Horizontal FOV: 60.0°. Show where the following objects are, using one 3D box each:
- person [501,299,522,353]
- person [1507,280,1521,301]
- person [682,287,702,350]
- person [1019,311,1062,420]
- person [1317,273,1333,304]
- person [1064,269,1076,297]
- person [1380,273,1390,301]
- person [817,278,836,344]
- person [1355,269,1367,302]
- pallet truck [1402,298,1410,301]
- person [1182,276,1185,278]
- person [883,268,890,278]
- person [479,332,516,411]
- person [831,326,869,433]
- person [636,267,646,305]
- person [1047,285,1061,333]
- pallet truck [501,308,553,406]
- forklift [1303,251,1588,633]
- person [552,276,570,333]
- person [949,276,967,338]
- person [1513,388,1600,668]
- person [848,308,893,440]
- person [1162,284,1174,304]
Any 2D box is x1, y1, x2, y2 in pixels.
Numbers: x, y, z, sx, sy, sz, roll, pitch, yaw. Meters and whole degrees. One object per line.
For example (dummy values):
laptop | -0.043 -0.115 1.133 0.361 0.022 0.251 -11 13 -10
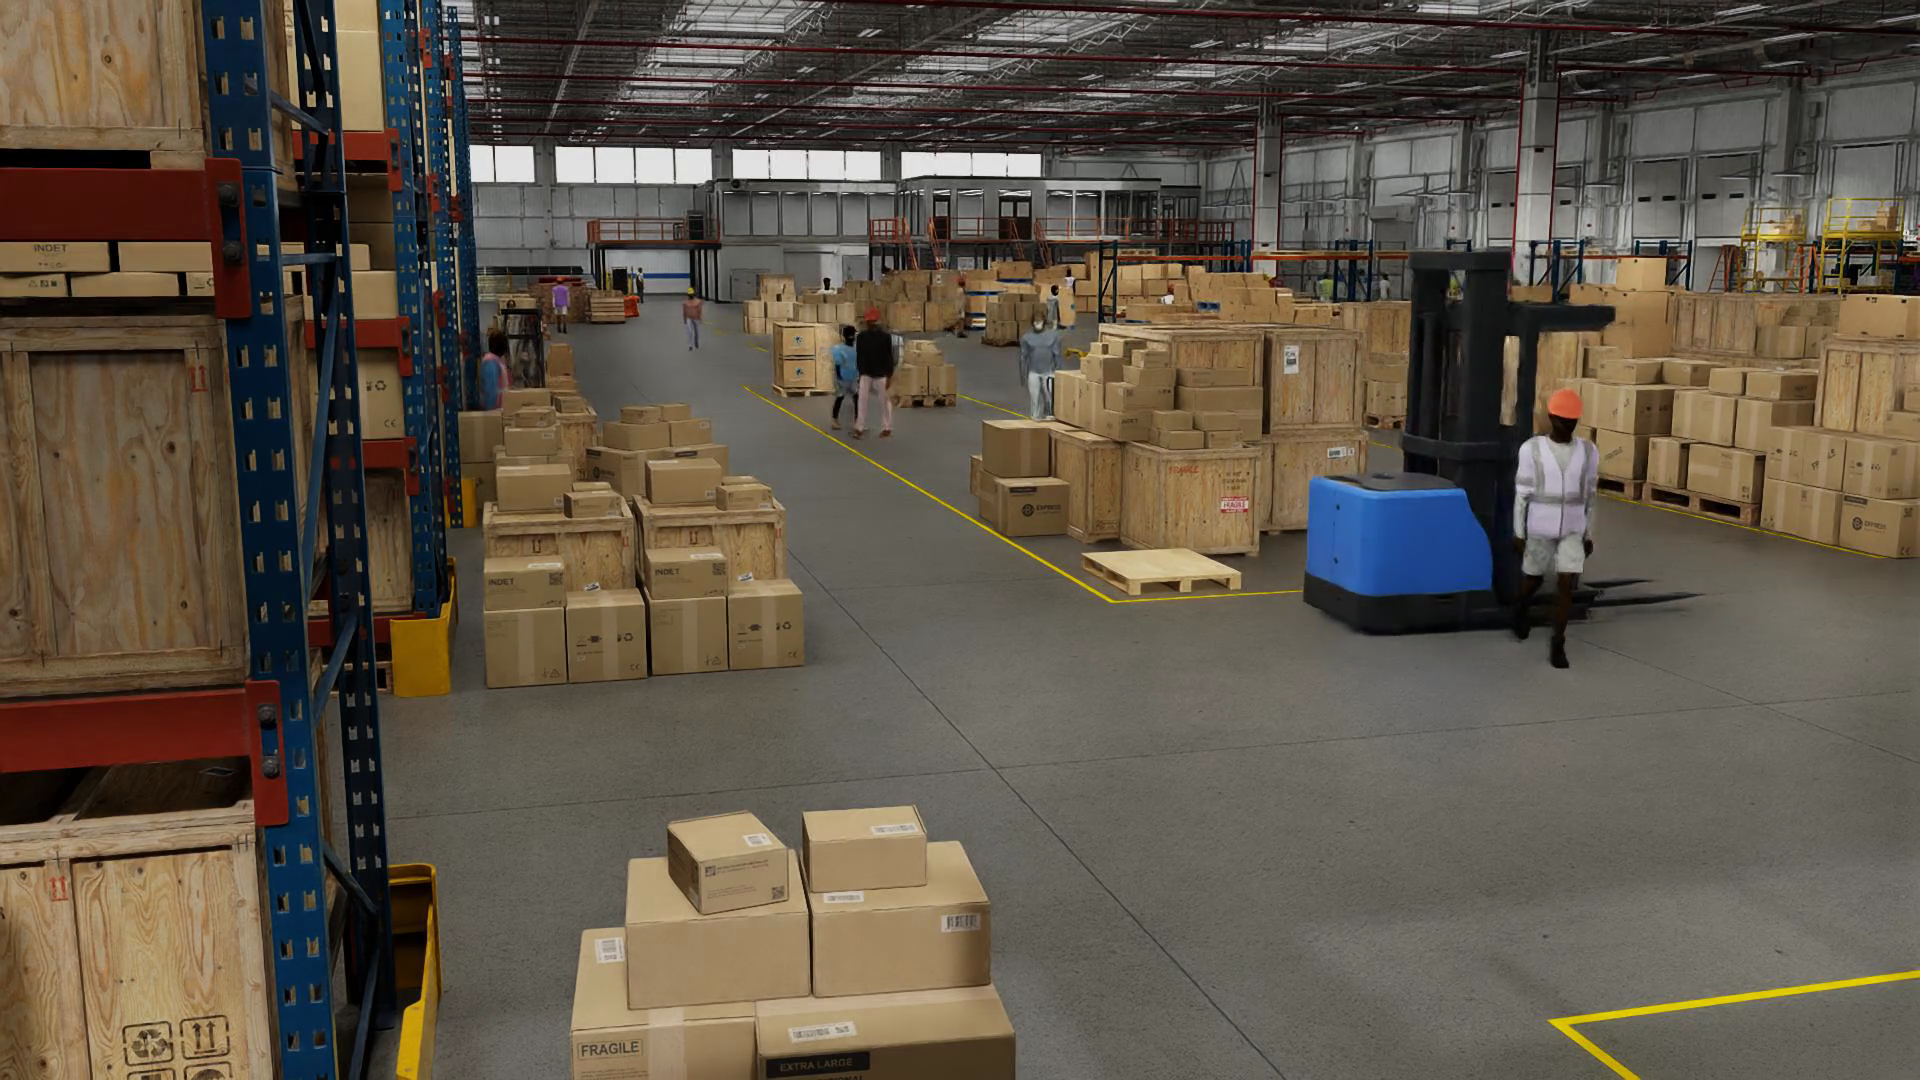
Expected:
person | -10.482 -4.805 38.893 0.511 1.640 0.308 -6 12 -30
person | 14.572 -5.868 43.779 0.702 2.000 0.984 1 10 8
person | -7.436 -6.149 46.189 0.531 1.746 0.579 -2 10 -9
person | 1.200 -2.459 24.866 0.645 1.904 0.694 0 10 3
person | 14.459 -9.710 66.150 0.650 1.819 0.638 -3 11 -18
person | 4.533 -10.324 69.383 0.589 1.910 0.376 3 10 16
person | 16.678 -9.534 65.192 0.977 1.809 0.562 -7 12 -36
person | -3.887 -6.683 48.604 0.608 1.966 0.365 -4 11 -23
person | 18.861 -11.861 78.353 0.732 1.822 0.636 5 11 28
pallet truck | 14.620 -7.324 52.145 0.823 1.965 1.885 8 13 40
person | 10.238 -11.759 77.750 0.993 1.823 0.598 -10 14 -44
person | -3.235 -11.386 75.393 0.538 1.904 0.619 4 11 21
person | -5.663 -1.637 20.418 0.431 1.830 0.625 -2 10 -10
person | -1.745 -2.513 25.876 0.538 1.649 0.885 -7 12 -34
person | -15.739 -12.496 81.882 0.517 1.836 0.341 7 12 35
person | 2.482 -5.828 44.078 0.324 1.860 0.511 -8 13 -38
pallet truck | -6.242 -2.418 24.362 0.823 1.965 1.885 1 10 3
forklift | 3.721 -0.799 12.697 1.873 2.768 1.129 -3 10 -15
person | -13.222 -7.801 55.119 0.554 1.912 0.864 -3 11 -18
person | -0.026 -7.340 52.429 0.509 1.925 0.561 0 10 2
person | 4.116 -0.113 11.566 0.550 1.914 0.765 1 10 6
person | -1.304 -2.452 24.693 0.641 1.935 1.040 4 11 21
person | 5.533 -5.731 43.450 0.572 1.883 0.356 6 12 32
